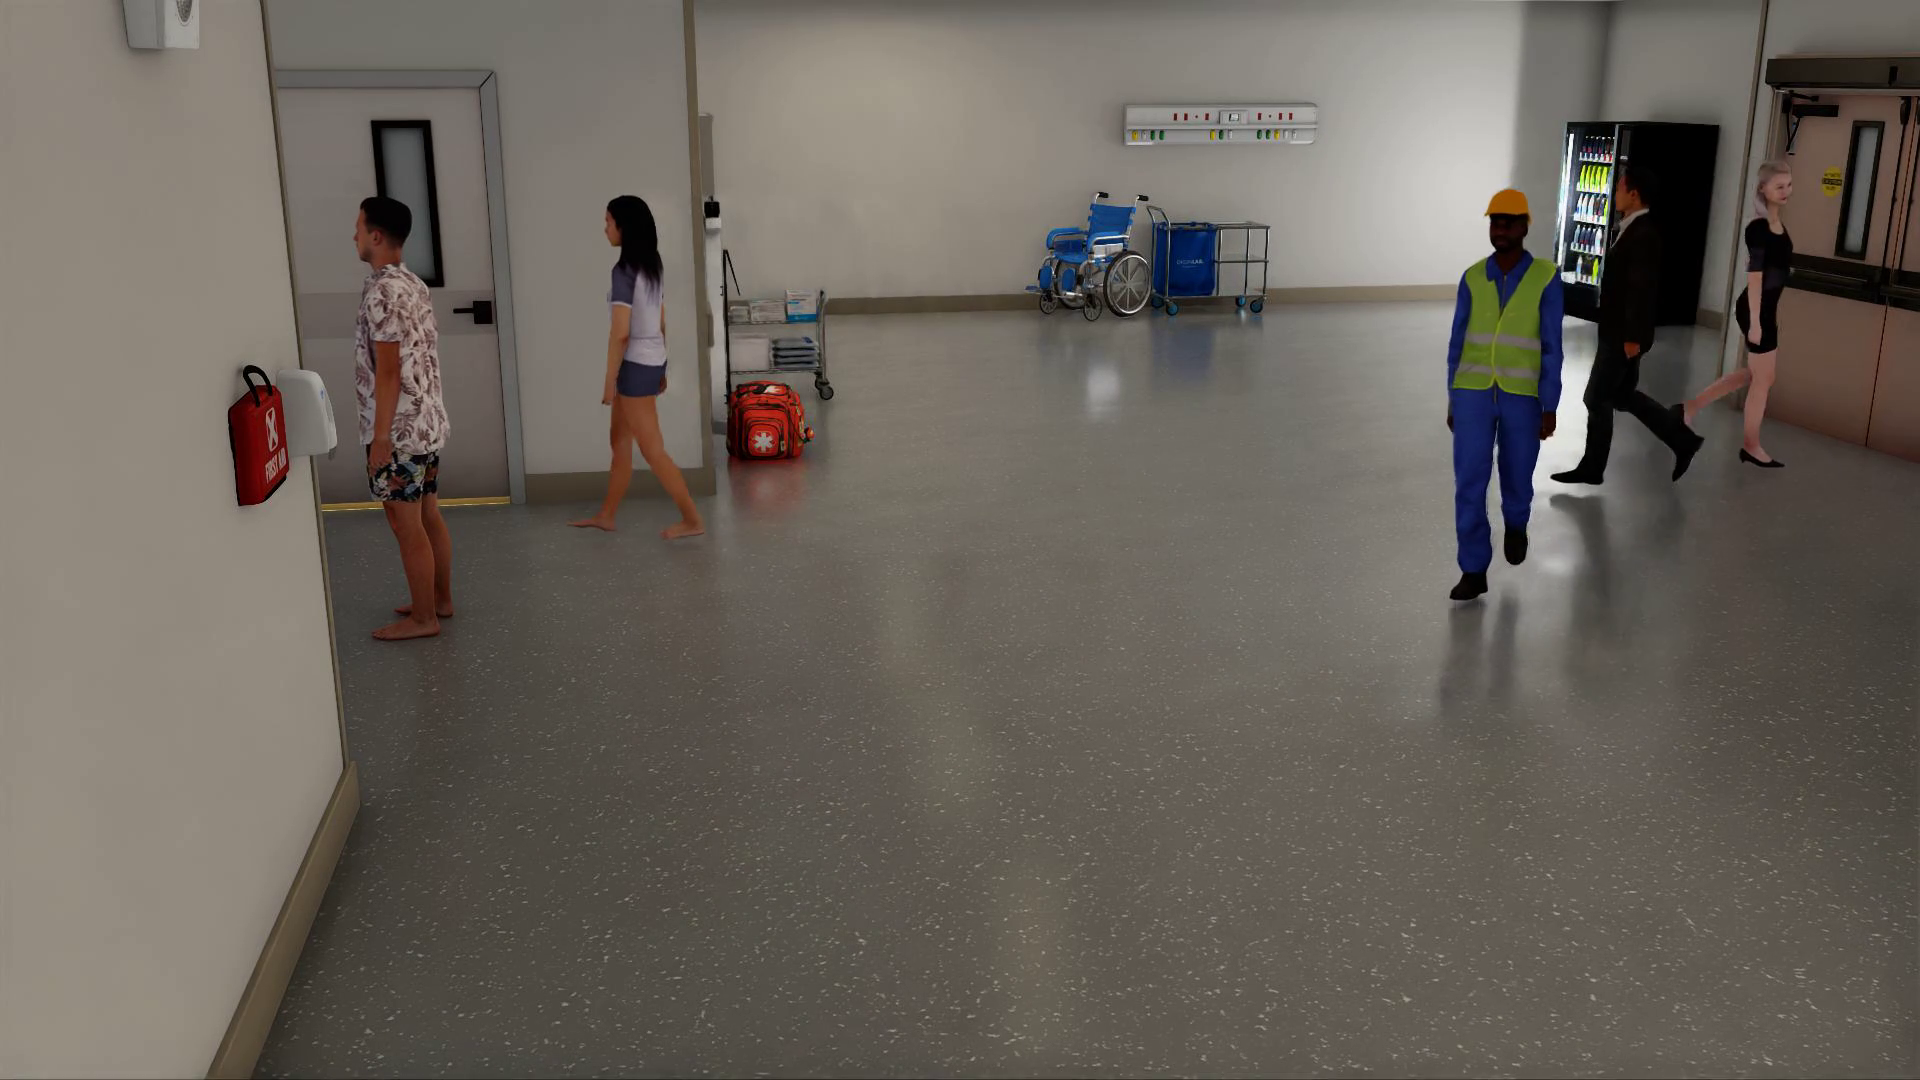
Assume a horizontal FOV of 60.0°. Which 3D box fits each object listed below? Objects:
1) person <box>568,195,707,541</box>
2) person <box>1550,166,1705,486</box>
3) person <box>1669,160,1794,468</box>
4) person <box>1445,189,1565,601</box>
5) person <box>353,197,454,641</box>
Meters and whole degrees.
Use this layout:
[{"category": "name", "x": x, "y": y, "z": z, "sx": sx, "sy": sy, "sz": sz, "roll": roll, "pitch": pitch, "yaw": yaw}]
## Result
[{"category": "person", "x": -1.518, "y": -0.804, "z": 8.188, "sx": 0.872, "sy": 1.704, "sz": 0.996, "roll": 3, "pitch": 16, "yaw": 9}, {"category": "person", "x": 3.831, "y": -1.158, "z": 9.316, "sx": 1.048, "sy": 1.774, "sz": 1.103, "roll": 4, "pitch": 16, "yaw": 15}, {"category": "person", "x": 4.557, "y": -1.281, "z": 9.711, "sx": 0.979, "sy": 1.796, "sz": 0.959, "roll": 7, "pitch": 17, "yaw": 22}, {"category": "person", "x": 2.448, "y": -0.643, "z": 7.449, "sx": 1.026, "sy": 1.794, "sz": 1.131, "roll": 9, "pitch": 18, "yaw": 28}, {"category": "person", "x": -2.309, "y": -0.505, "z": 6.922, "sx": 0.759, "sy": 1.816, "sz": 0.561, "roll": 0, "pitch": 16, "yaw": 0}]
